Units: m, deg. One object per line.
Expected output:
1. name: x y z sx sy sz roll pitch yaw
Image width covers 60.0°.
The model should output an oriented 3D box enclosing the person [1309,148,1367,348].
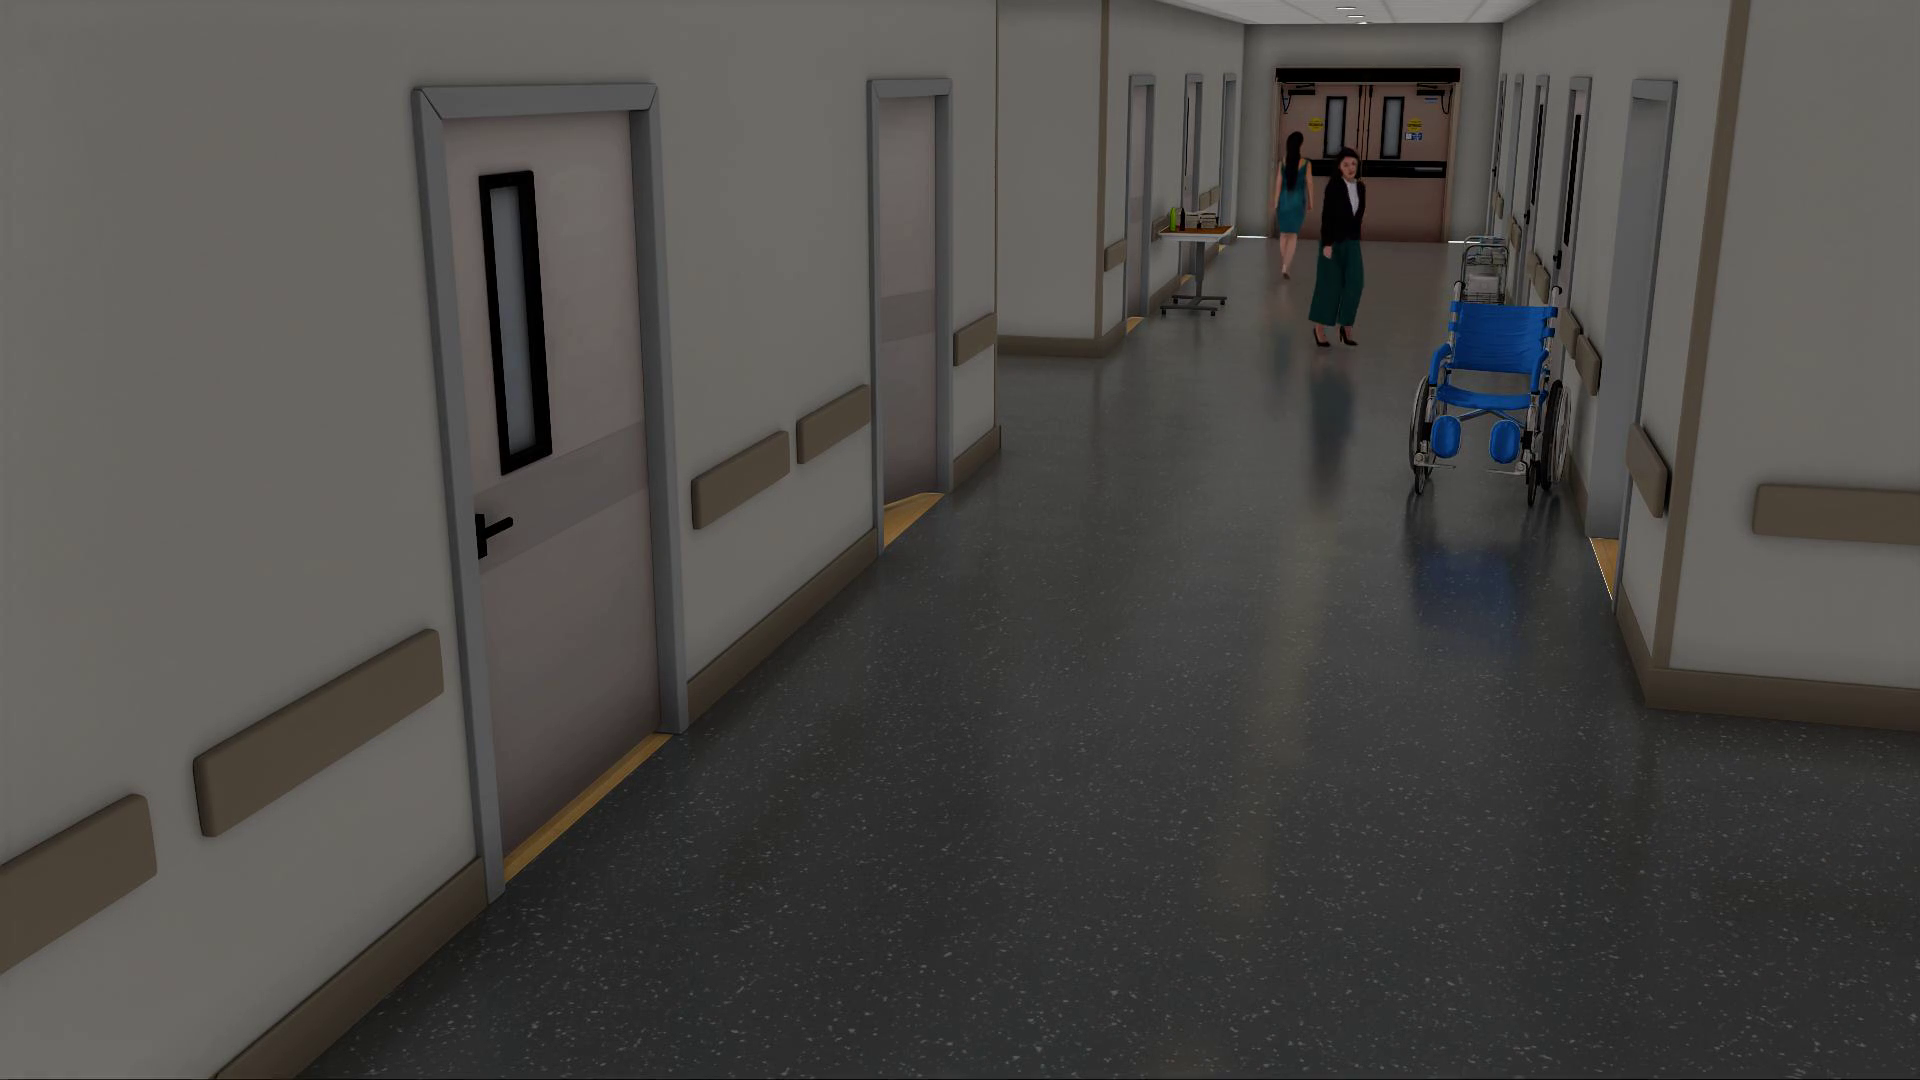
1. person: 3.241 -2.487 14.314 0.821 1.701 0.894 -9 18 -29

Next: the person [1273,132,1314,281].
1. person: 3.777 -3.782 19.000 0.630 1.653 0.975 5 17 18
